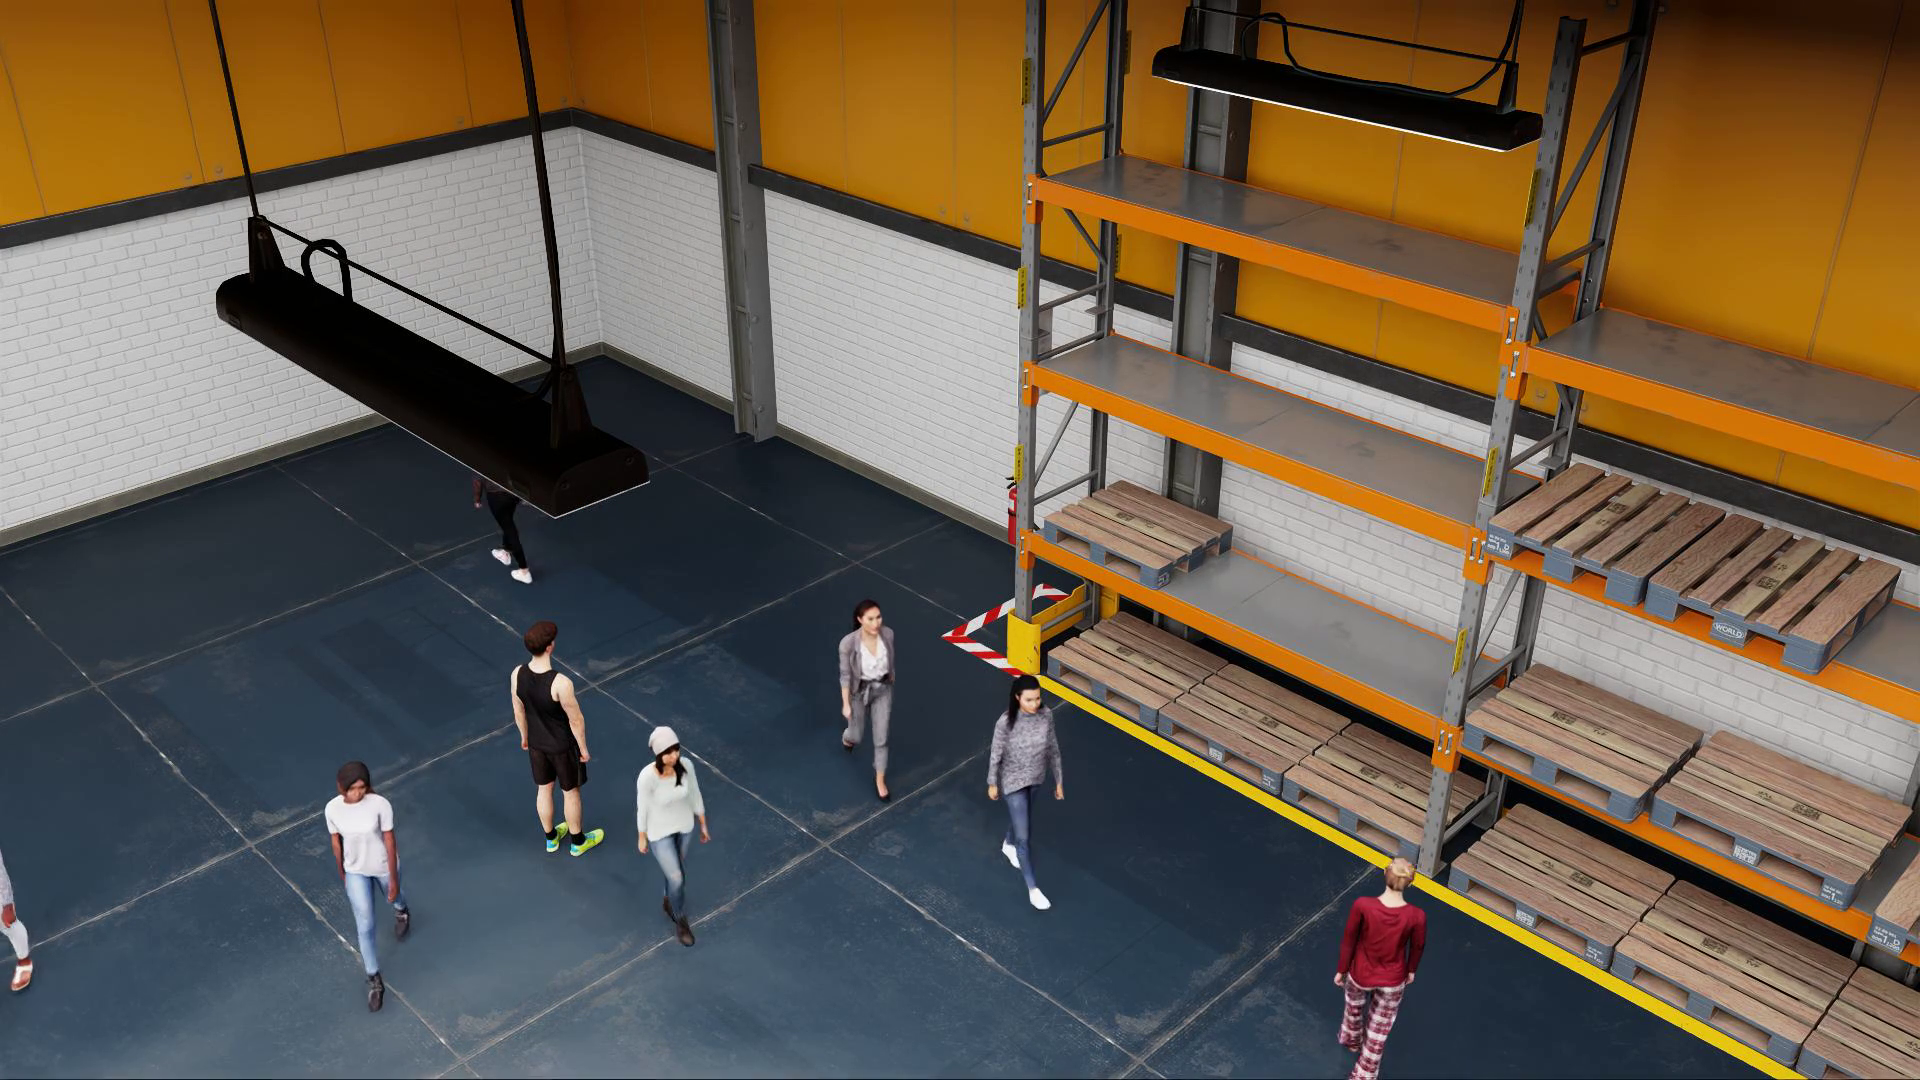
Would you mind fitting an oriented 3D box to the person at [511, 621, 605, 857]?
[{"bbox_3d":[-2.894,1.421,11.816,0.688,1.890,0.839,9,30,16],"label":"person"}]

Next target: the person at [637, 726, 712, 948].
[{"bbox_3d":[-1.989,1.910,11.190,0.635,1.631,0.751,-22,36,-35],"label":"person"}]

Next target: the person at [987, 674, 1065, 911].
[{"bbox_3d":[0.406,1.630,11.635,0.878,1.696,1.163,-13,31,-23],"label":"person"}]

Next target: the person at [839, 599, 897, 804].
[{"bbox_3d":[-0.721,1.158,12.538,0.825,1.661,1.027,-12,31,-22],"label":"person"}]

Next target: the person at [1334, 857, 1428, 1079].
[{"bbox_3d":[2.471,2.614,9.843,0.916,1.685,0.933,7,29,12],"label":"person"}]

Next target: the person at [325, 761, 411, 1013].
[{"bbox_3d":[-3.784,2.098,10.798,1.045,1.677,1.232,-4,29,-7],"label":"person"}]

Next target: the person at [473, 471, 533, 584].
[{"bbox_3d":[-4.143,-0.354,15.291,0.923,1.679,0.707,19,34,31],"label":"person"}]
